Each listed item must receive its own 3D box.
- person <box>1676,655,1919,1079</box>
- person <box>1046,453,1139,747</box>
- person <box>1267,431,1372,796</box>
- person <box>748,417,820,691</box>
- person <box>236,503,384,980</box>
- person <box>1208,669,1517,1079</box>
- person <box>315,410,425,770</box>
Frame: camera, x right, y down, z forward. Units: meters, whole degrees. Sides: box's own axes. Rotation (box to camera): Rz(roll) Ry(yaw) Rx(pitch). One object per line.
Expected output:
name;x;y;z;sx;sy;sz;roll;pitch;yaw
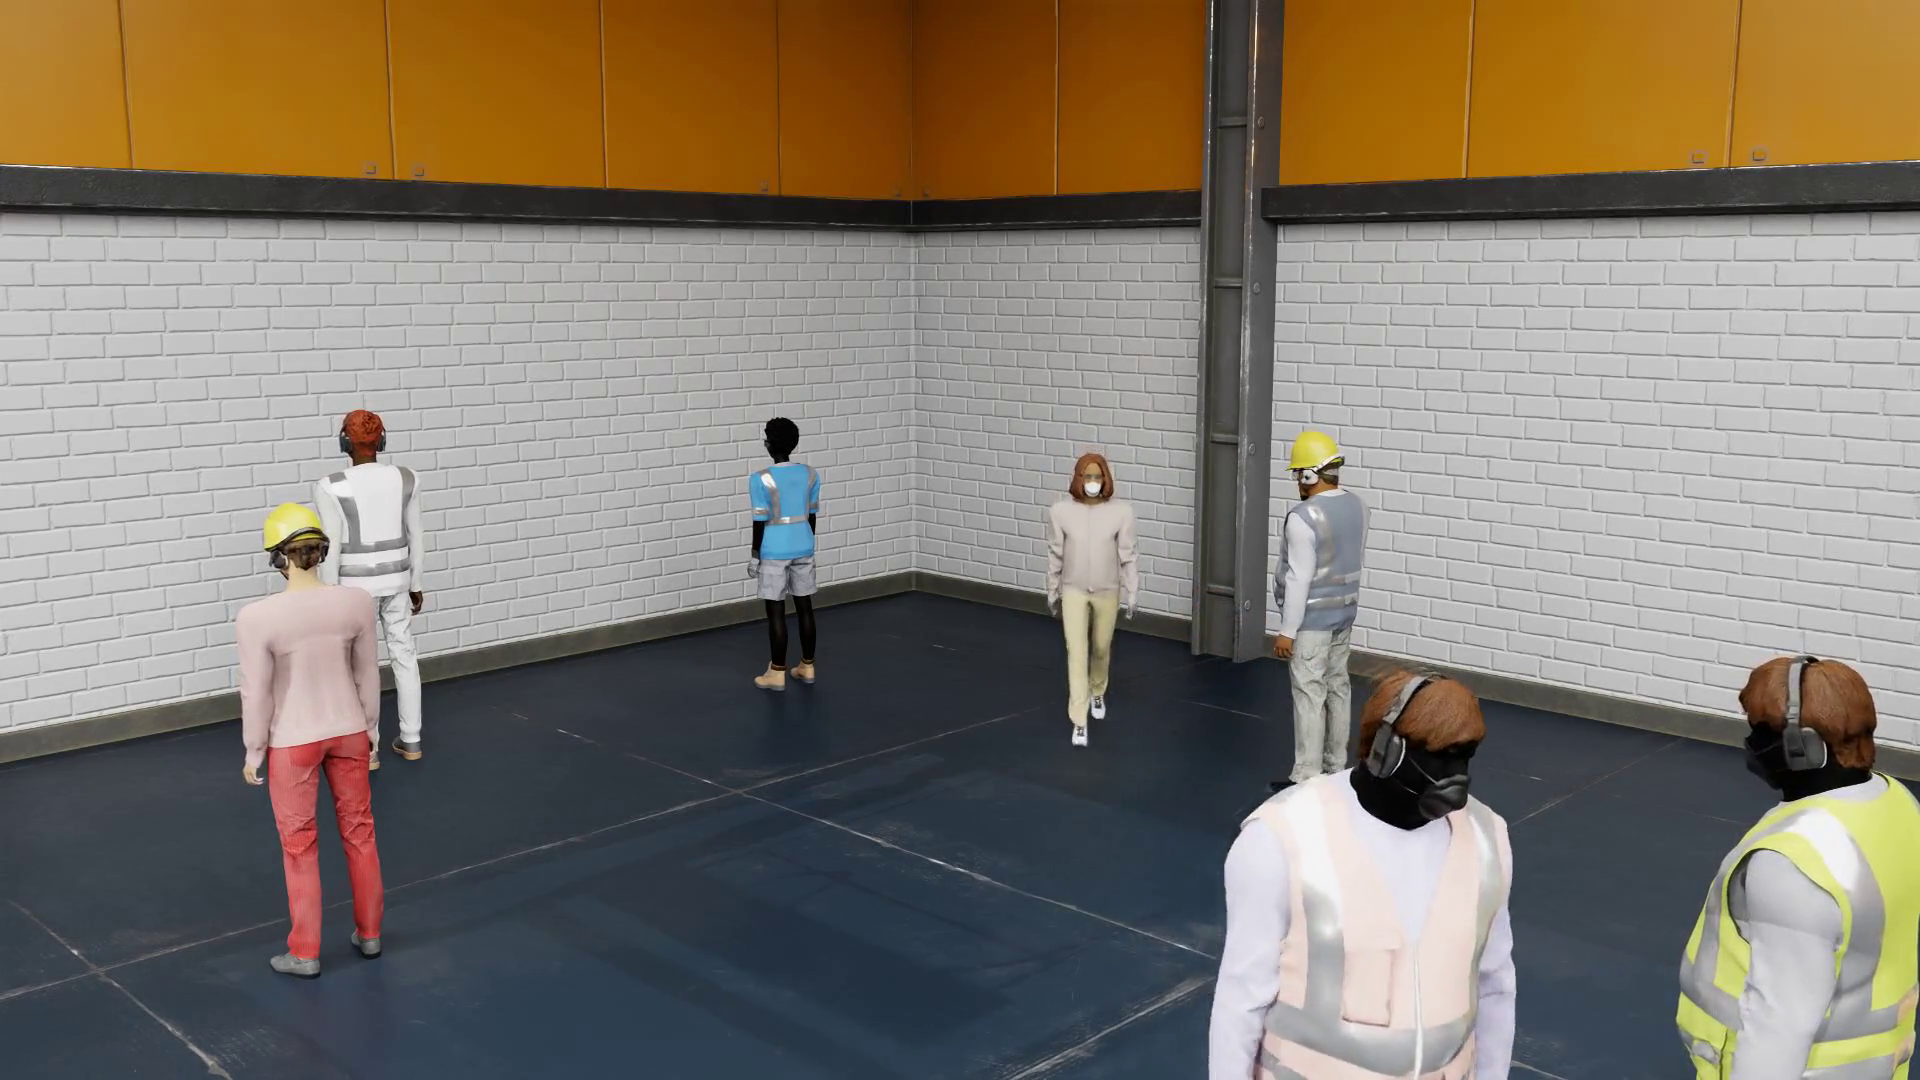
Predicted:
person;1.712;1.139;3.455;0.429;1.839;0.623;9;13;44
person;0.744;0.293;9.379;0.510;1.596;0.852;0;9;3
person;1.745;0.376;8.172;0.403;1.823;0.586;9;13;44
person;-1.096;0.085;10.342;0.319;1.696;0.532;9;13;44
person;-2.396;0.738;6.155;0.321;1.761;0.522;9;13;44
person;0.831;1.152;3.415;0.653;1.823;0.431;-2;10;-14
person;-3.075;0.259;8.708;0.356;1.883;0.573;9;13;44
